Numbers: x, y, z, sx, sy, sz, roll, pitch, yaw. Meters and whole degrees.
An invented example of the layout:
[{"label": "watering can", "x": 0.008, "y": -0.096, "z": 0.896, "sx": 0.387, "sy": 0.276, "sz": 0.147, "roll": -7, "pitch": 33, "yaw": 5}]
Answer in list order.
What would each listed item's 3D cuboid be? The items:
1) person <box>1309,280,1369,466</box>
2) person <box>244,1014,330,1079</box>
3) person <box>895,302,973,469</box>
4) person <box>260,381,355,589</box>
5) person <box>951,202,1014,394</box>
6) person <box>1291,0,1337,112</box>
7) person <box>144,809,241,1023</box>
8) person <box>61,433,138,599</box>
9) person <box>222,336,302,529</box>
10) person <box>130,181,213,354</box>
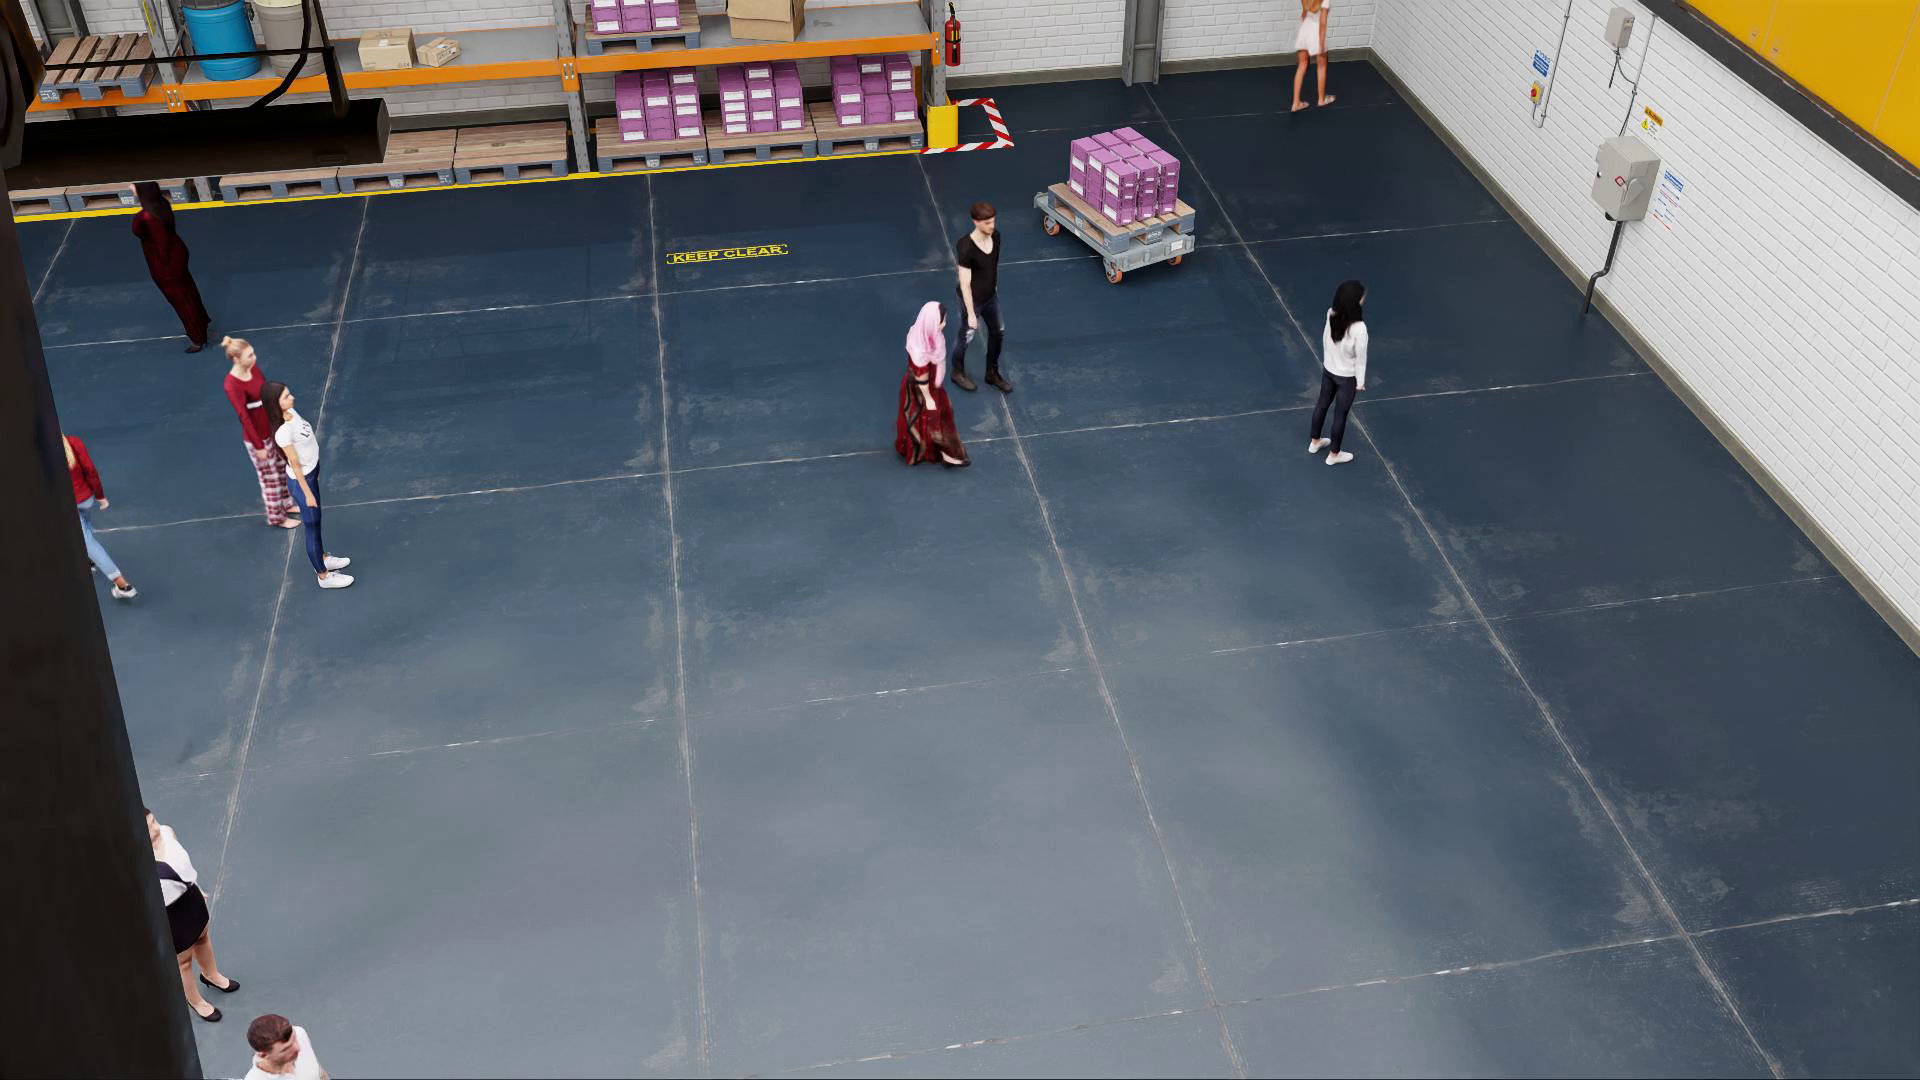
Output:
[{"label": "person", "x": 3.130, "y": -1.396, "z": 13.699, "sx": 0.685, "sy": 1.698, "sz": 0.693, "roll": -22, "pitch": 43, "yaw": -25}, {"label": "person", "x": -3.319, "y": 2.914, "z": 8.189, "sx": 0.824, "sy": 1.840, "sz": 0.760, "roll": 7, "pitch": 39, "yaw": 9}, {"label": "person", "x": -0.381, "y": -1.264, "z": 13.625, "sx": 1.034, "sy": 1.585, "sz": 0.913, "roll": 14, "pitch": 41, "yaw": 17}, {"label": "person", "x": -4.907, "y": -0.419, "z": 12.415, "sx": 0.546, "sy": 1.774, "sz": 0.612, "roll": -11, "pitch": 40, "yaw": -13}, {"label": "person", "x": 0.079, "y": -2.145, "z": 14.500, "sx": 1.030, "sy": 1.870, "sz": 0.972, "roll": 31, "pitch": 48, "yaw": 33}, {"label": "person", "x": 4.002, "y": -5.750, "z": 19.164, "sx": 0.936, "sy": 1.682, "sz": 0.804, "roll": -24, "pitch": 44, "yaw": -27}, {"label": "person", "x": -4.426, "y": 2.089, "z": 9.376, "sx": 0.614, "sy": 1.648, "sz": 0.616, "roll": 7, "pitch": 39, "yaw": 9}, {"label": "person", "x": -6.527, "y": -0.231, "z": 12.325, "sx": 1.149, "sy": 1.593, "sz": 1.040, "roll": 20, "pitch": 43, "yaw": 23}, {"label": "person", "x": -5.475, "y": -0.846, "z": 13.006, "sx": 0.581, "sy": 1.705, "sz": 0.657, "roll": 3, "pitch": 39, "yaw": 3}, {"label": "person", "x": -7.163, "y": -2.539, "z": 15.083, "sx": 0.641, "sy": 1.757, "sz": 0.691, "roll": -12, "pitch": 40, "yaw": -14}]
